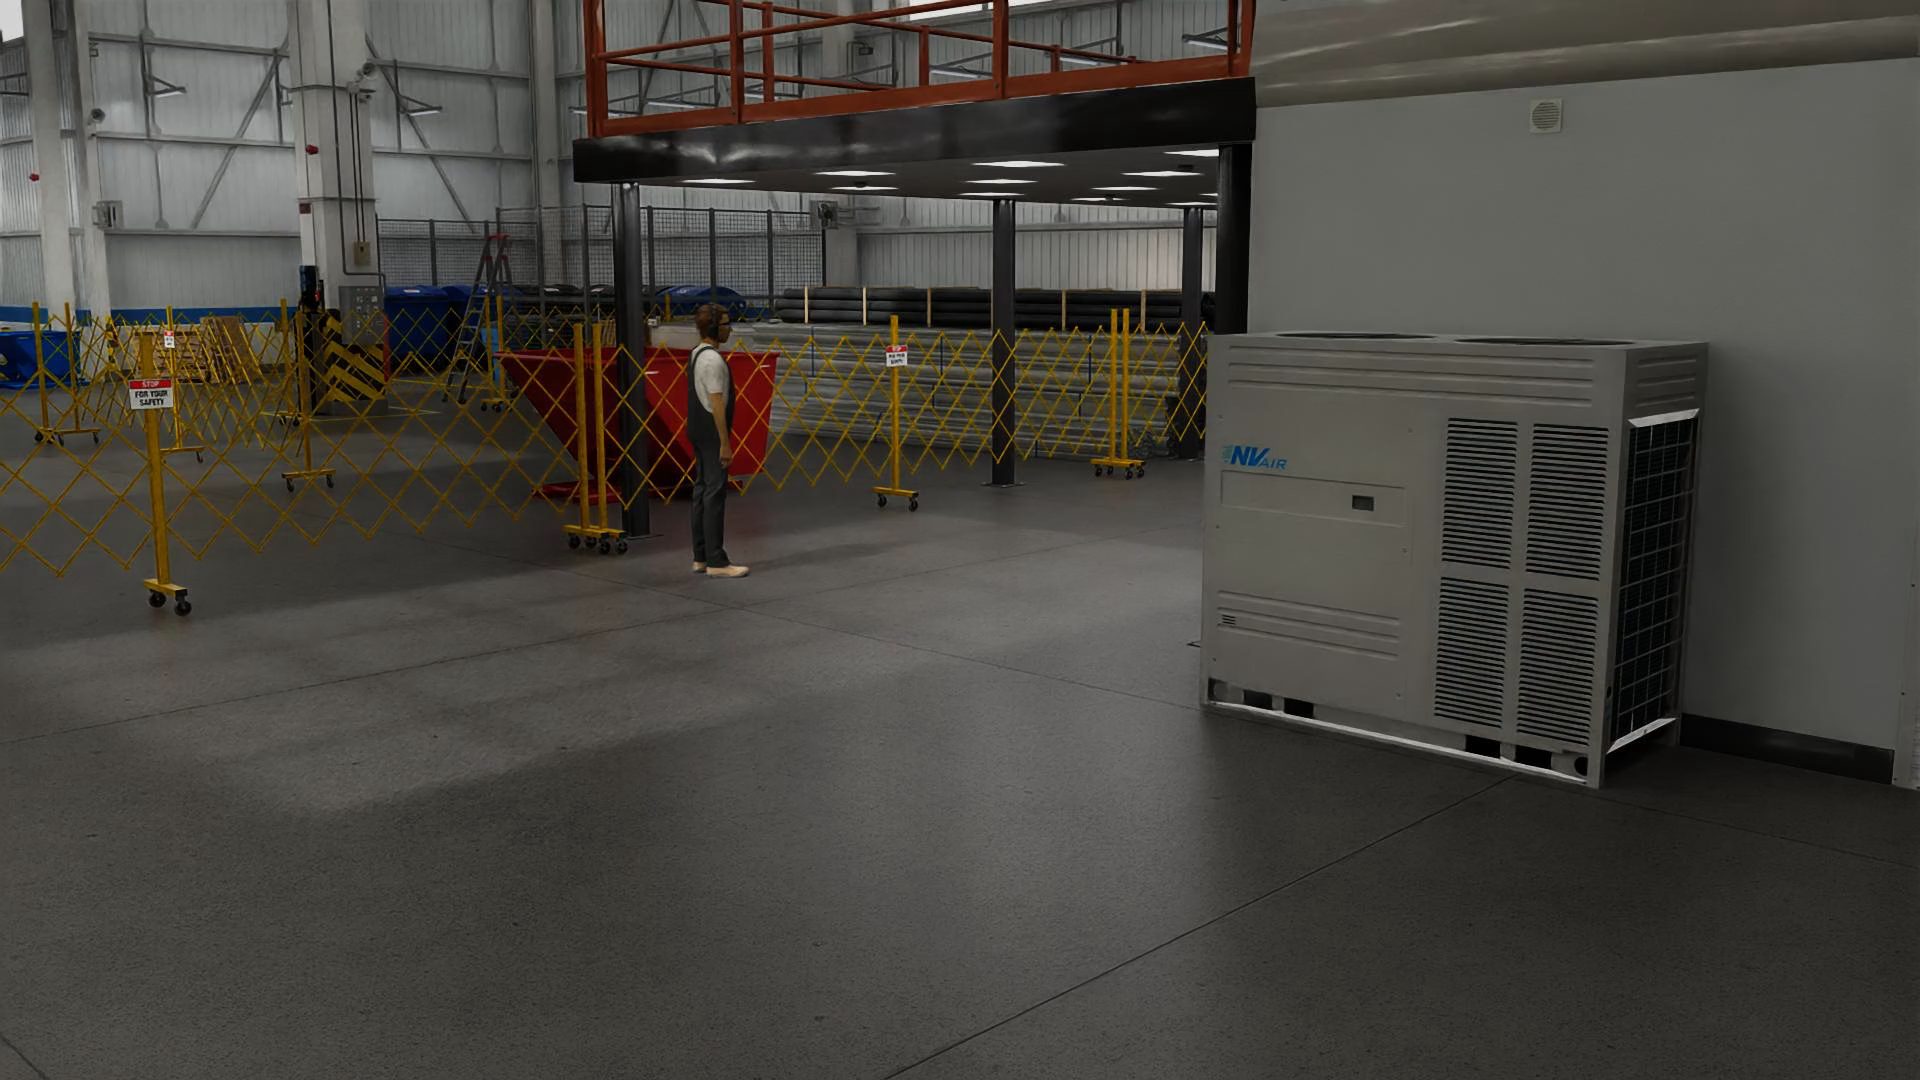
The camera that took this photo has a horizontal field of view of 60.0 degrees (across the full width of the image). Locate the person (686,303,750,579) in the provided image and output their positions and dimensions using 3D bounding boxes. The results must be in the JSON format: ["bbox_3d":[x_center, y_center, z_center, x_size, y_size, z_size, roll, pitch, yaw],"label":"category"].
[{"bbox_3d":[-1.655,-0.664,11.177,0.345,1.847,0.504,-5,10,-26],"label":"person"}]
